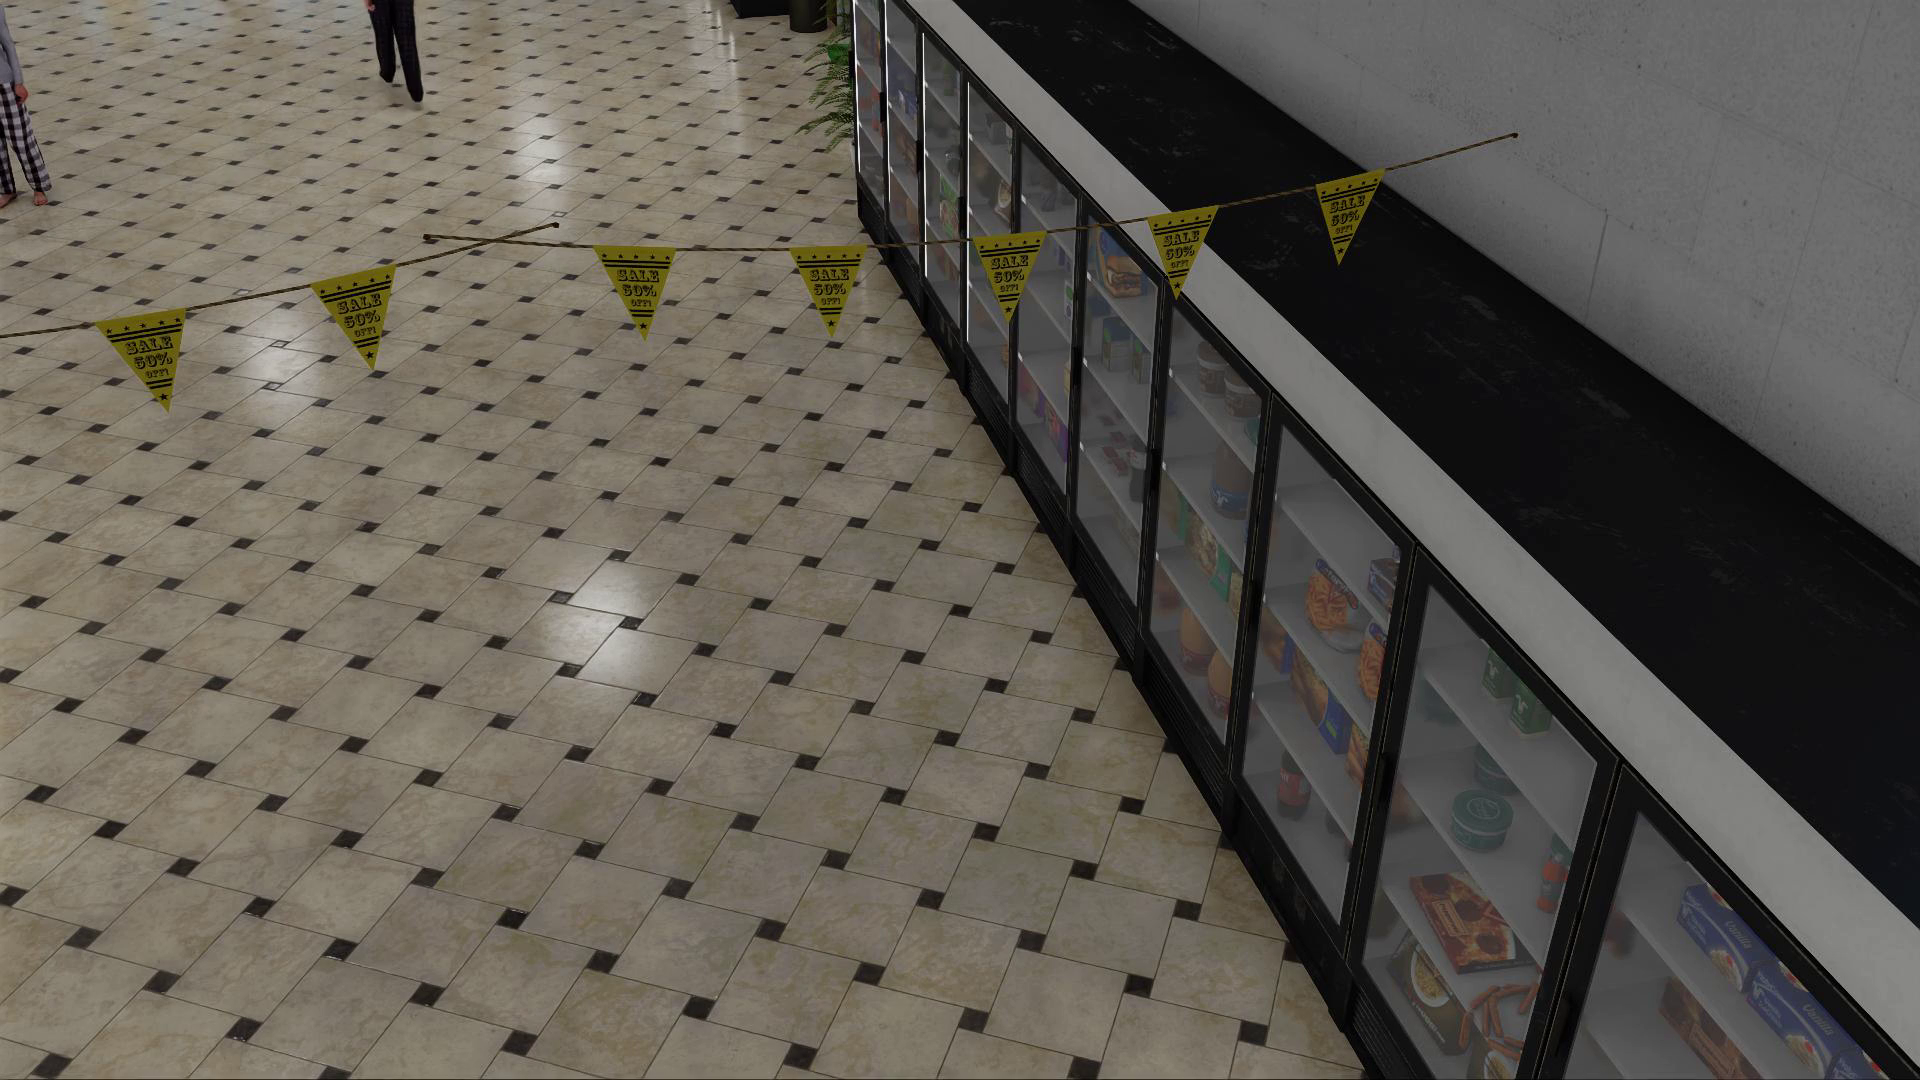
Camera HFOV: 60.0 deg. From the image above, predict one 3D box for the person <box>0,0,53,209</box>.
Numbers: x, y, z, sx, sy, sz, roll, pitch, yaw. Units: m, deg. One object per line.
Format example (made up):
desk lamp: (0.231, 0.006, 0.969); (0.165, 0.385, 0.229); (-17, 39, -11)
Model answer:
person: (-7.216, -3.407, 12.376); (0.490, 1.847, 0.699); (-6, 32, -9)

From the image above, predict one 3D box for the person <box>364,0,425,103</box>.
person: (-4.956, -4.721, 14.529); (1.215, 1.803, 0.860); (-13, 34, -20)
